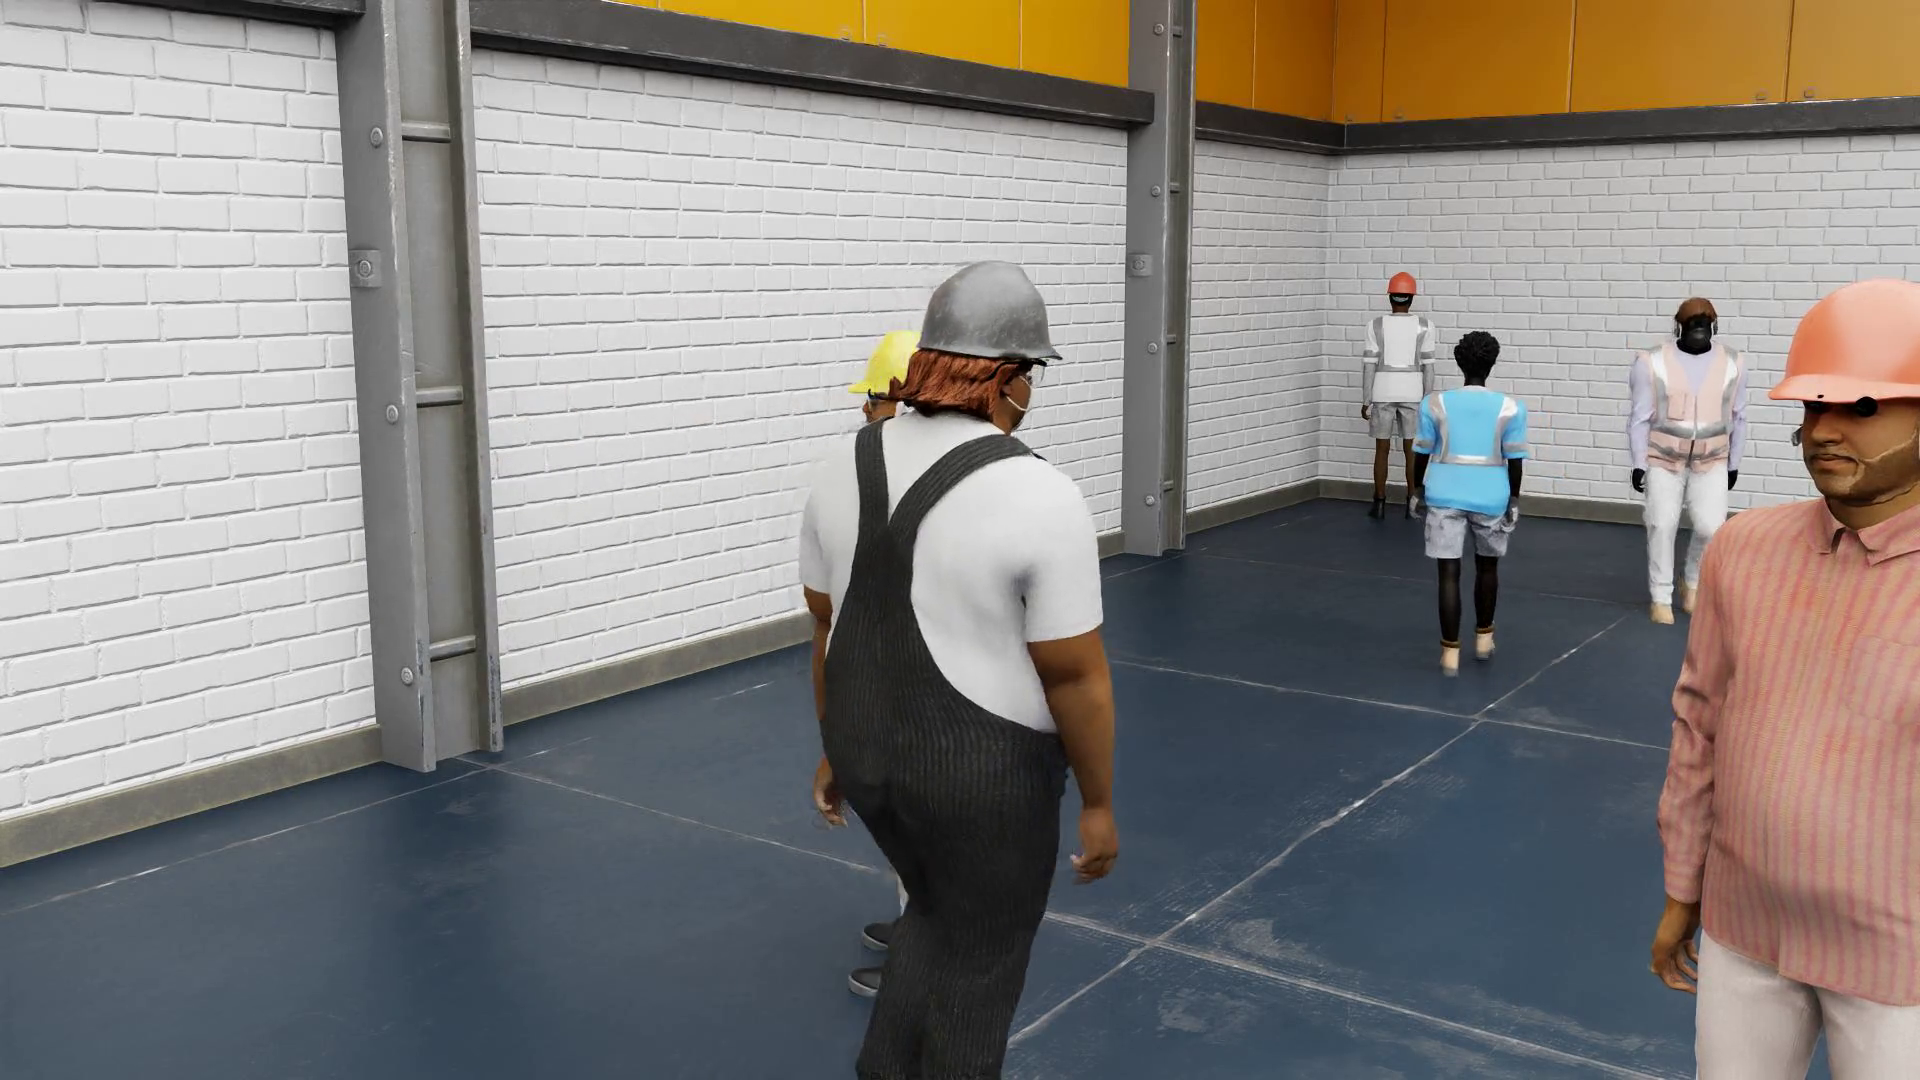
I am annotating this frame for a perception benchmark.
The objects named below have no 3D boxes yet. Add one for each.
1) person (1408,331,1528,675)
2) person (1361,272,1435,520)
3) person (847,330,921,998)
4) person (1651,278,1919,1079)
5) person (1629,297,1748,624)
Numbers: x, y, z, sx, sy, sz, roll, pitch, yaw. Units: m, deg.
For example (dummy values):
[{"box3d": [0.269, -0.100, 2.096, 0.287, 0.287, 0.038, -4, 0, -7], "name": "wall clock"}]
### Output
[{"box3d": [2.518, -0.198, 8.295, 0.546, 1.671, 0.699, 2, 10, 13], "name": "person"}, {"box3d": [3.430, -1.126, 13.056, 0.551, 1.935, 0.375, 2, 10, 10], "name": "person"}, {"box3d": [-0.143, 0.342, 4.613, 0.404, 1.836, 0.590, 1, 10, 5], "name": "person"}, {"box3d": [1.344, 0.606, 2.565, 0.378, 1.995, 0.609, -6, 11, -33], "name": "person"}, {"box3d": [4.033, -0.430, 9.251, 0.637, 1.832, 0.433, 2, 10, 13], "name": "person"}]
